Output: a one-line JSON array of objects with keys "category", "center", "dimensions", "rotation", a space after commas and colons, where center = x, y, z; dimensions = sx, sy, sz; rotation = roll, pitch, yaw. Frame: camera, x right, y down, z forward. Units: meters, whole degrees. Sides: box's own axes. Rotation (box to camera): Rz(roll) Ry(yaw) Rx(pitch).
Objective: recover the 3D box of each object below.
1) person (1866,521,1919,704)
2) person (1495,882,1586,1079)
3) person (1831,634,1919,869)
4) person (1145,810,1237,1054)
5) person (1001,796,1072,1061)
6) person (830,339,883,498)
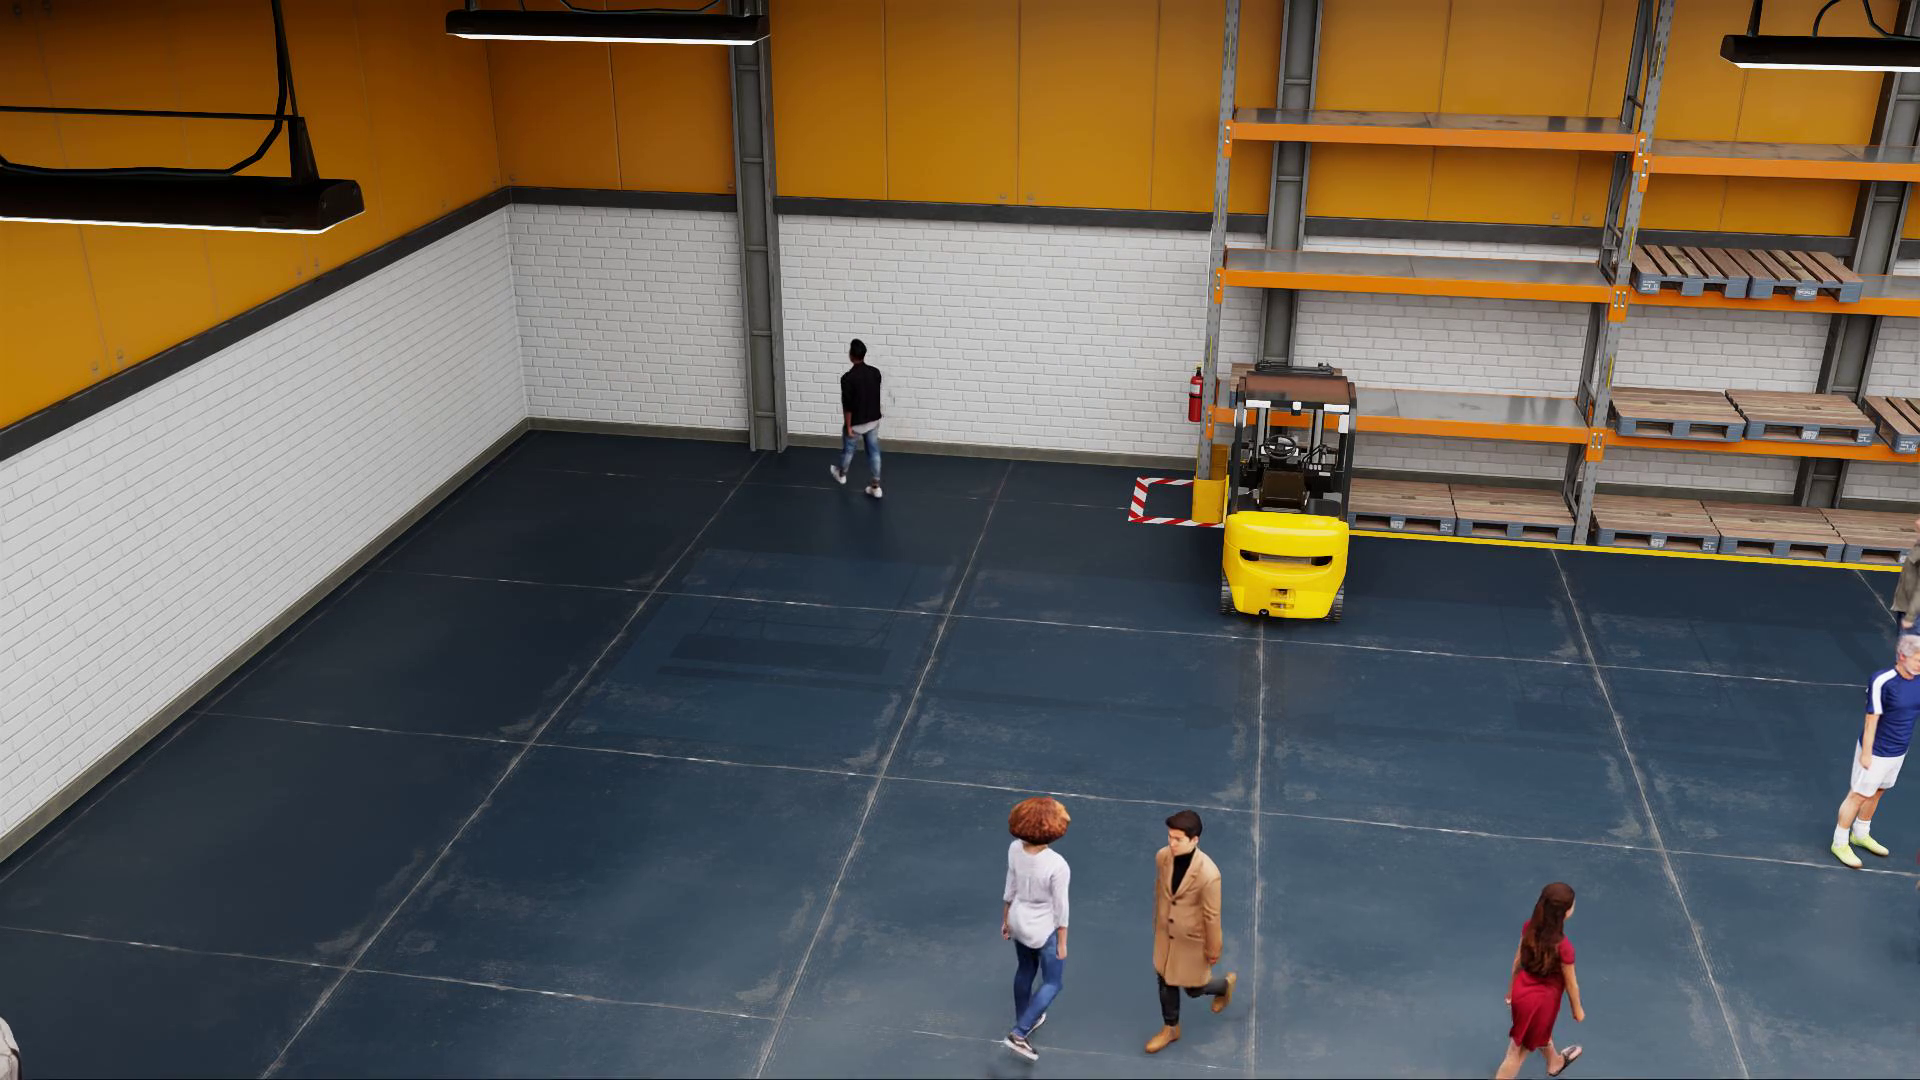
[{"category": "person", "center": [8.108, 0.594, 14.096], "dimensions": [0.660, 1.864, 0.738], "rotation": [9, 25, 20]}, {"category": "person", "center": [3.301, 2.714, 9.689], "dimensions": [1.088, 1.509, 0.890], "rotation": [-9, 25, -20]}, {"category": "person", "center": [6.701, 1.492, 12.083], "dimensions": [0.697, 1.832, 0.781], "rotation": [-12, 26, -26]}, {"category": "person", "center": [1.440, 2.373, 10.227], "dimensions": [1.018, 1.704, 0.992], "rotation": [-19, 30, -37]}, {"category": "person", "center": [0.421, 2.393, 10.193], "dimensions": [0.929, 1.693, 0.893], "rotation": [-21, 31, -39]}, {"category": "person", "center": [-1.041, -1.323, 18.591], "dimensions": [1.129, 1.777, 1.170], "rotation": [-14, 27, -29]}]
